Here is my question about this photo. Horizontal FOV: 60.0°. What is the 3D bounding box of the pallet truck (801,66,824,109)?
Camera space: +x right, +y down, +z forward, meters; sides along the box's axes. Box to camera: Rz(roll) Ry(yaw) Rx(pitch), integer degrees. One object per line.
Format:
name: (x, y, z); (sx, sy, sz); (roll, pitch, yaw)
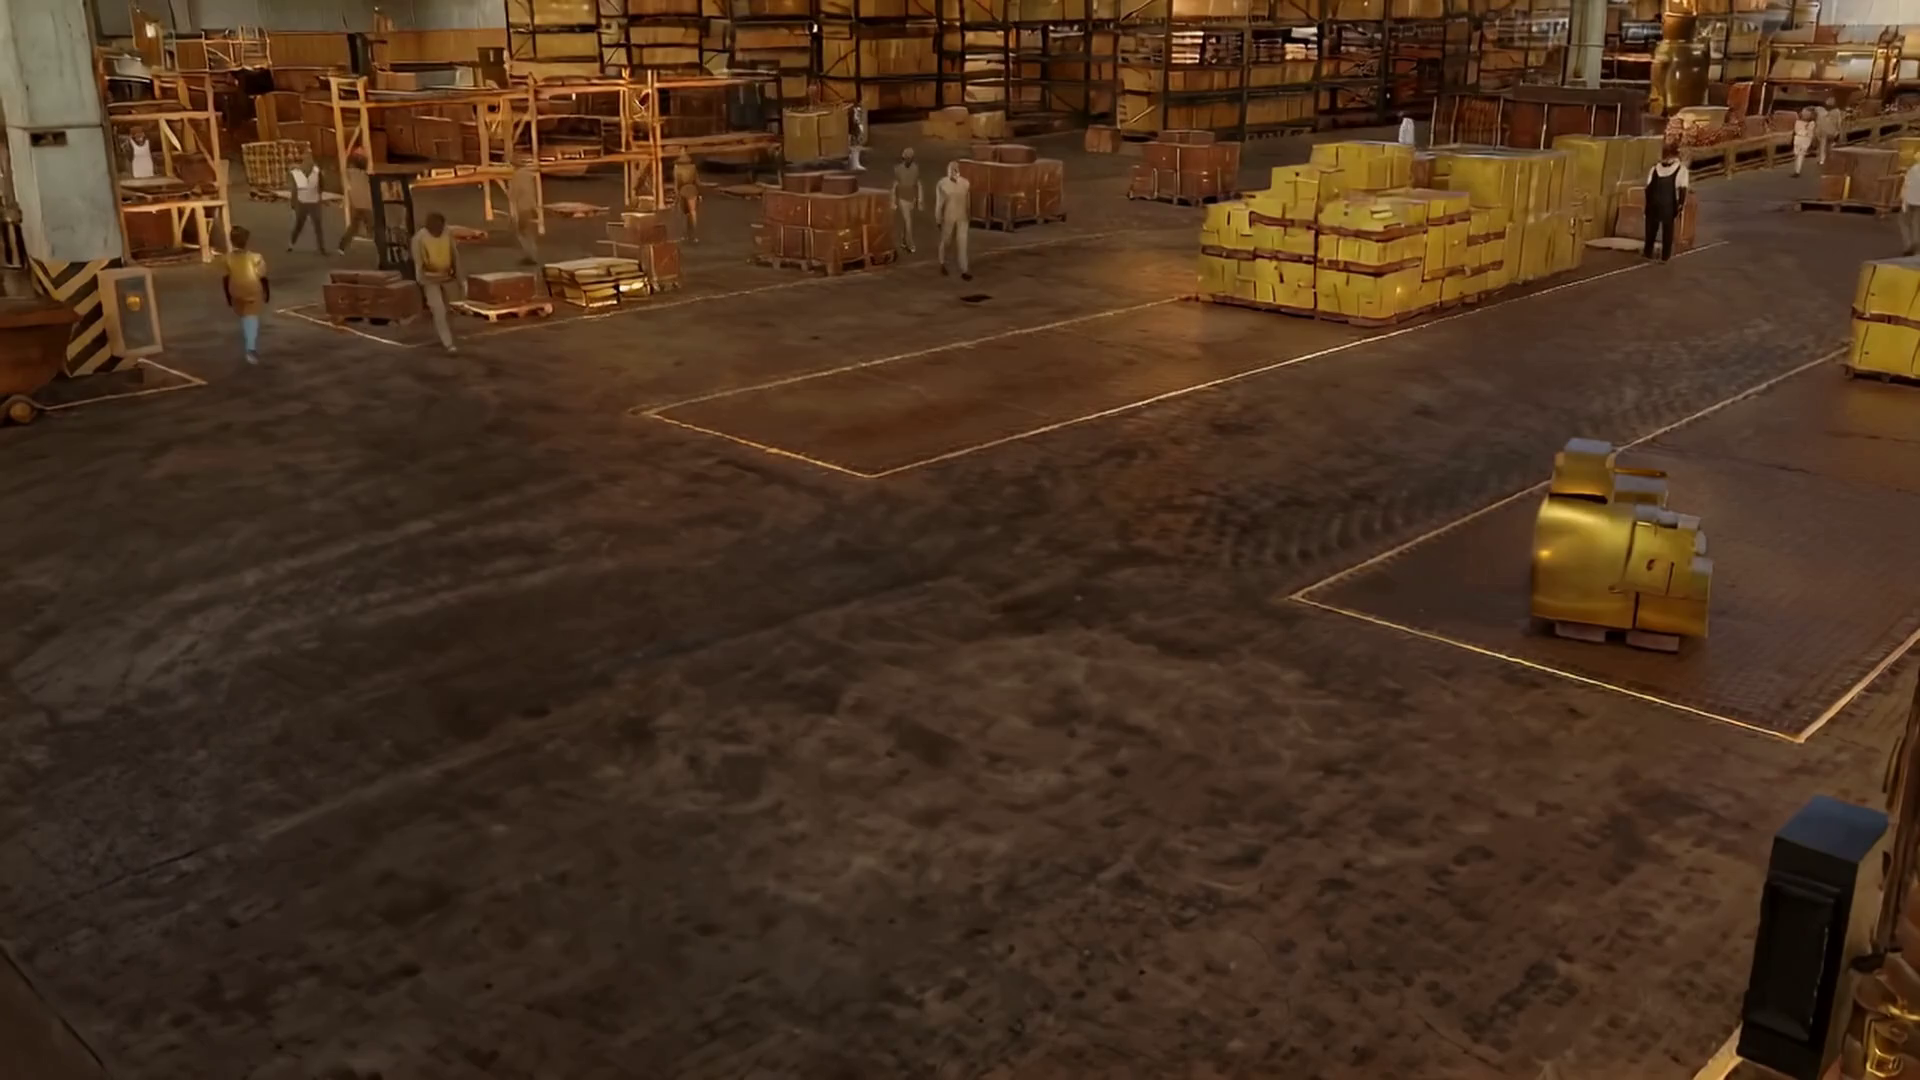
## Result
pallet truck: (-4.812, -15.182, 56.903); (0.823, 1.965, 1.885); (-9, 21, -26)

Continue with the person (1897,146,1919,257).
person: (16.676, -5.884, 28.915); (0.616, 1.982, 0.516); (-5, 19, -14)

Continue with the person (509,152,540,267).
person: (-7.336, -5.540, 27.976); (0.440, 1.927, 0.642); (8, 20, 22)

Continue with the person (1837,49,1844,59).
person: (41.363, -22.280, 78.319); (0.412, 1.987, 0.607); (13, 22, 34)

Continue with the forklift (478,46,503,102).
forklift: (-14.400, -13.831, 51.452); (1.129, 2.768, 1.873); (17, 25, 41)

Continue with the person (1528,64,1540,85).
person: (20.835, -16.268, 60.309); (0.725, 1.913, 0.662); (-4, 19, -11)

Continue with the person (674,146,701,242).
person: (-5.085, -6.425, 30.915); (0.492, 1.742, 0.323); (-15, 24, -39)

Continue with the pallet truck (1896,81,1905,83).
pallet truck: (34.802, -16.331, 61.455); (0.653, 1.274, 1.630); (17, 25, 41)

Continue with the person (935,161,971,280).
person: (-0.109, -5.189, 26.989); (0.645, 1.887, 1.044); (-7, 20, -20)

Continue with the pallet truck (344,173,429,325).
pallet truck: (-8.209, -4.181, 23.757); (0.823, 1.965, 1.885); (3, 19, 9)

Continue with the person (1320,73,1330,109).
person: (12.933, -15.730, 59.088); (0.551, 1.644, 0.860); (16, 24, 39)

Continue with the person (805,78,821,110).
person: (-4.635, -13.715, 52.770); (0.536, 1.824, 1.006); (-12, 22, -31)

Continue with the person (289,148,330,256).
person: (-11.558, -5.976, 29.373); (0.945, 1.877, 0.595); (17, 25, 41)

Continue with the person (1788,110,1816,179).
person: (20.916, -9.835, 41.335); (0.883, 1.649, 0.545); (-16, 24, -40)

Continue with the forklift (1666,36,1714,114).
forklift: (27.341, -17.291, 61.877); (1.129, 2.768, 1.873); (17, 25, 41)

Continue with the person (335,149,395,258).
person: (-10.495, -5.853, 28.996); (0.968, 1.869, 0.643); (-2, 18, -5)

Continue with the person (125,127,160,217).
person: (-17.007, -7.639, 34.484); (0.929, 1.813, 0.522); (17, 25, 41)

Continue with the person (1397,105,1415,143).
person: (10.413, -9.233, 39.103); (0.509, 1.915, 0.565); (16, 24, 40)

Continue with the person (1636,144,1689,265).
person: (11.945, -5.710, 28.297); (0.535, 2.000, 0.673); (-17, 25, -41)

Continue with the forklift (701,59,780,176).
forklift: (-5.565, -10.723, 42.089); (1.129, 2.768, 1.873); (17, 25, 41)

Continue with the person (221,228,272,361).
person: (-9.044, -3.114, 21.084); (0.542, 1.650, 0.879); (-2, 18, -6)

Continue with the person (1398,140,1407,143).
person: (8.479, -6.842, 32.153); (0.538, 1.746, 0.451); (-11, 21, -30)

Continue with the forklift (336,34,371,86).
forklift: (-23.394, -18.320, 64.977); (1.129, 2.768, 1.873); (17, 25, 41)

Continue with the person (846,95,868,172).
person: (-2.666, -10.437, 42.707); (0.678, 1.962, 0.623); (-12, 22, -31)

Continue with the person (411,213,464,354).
person: (-6.775, -3.355, 21.613); (0.633, 1.790, 0.947); (-17, 25, -41)

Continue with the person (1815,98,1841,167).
person: (22.897, -10.785, 43.992); (0.933, 1.785, 0.587); (-17, 25, -42)

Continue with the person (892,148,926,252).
person: (-0.888, -6.068, 29.718); (0.549, 1.816, 0.966); (-7, 20, -20)
